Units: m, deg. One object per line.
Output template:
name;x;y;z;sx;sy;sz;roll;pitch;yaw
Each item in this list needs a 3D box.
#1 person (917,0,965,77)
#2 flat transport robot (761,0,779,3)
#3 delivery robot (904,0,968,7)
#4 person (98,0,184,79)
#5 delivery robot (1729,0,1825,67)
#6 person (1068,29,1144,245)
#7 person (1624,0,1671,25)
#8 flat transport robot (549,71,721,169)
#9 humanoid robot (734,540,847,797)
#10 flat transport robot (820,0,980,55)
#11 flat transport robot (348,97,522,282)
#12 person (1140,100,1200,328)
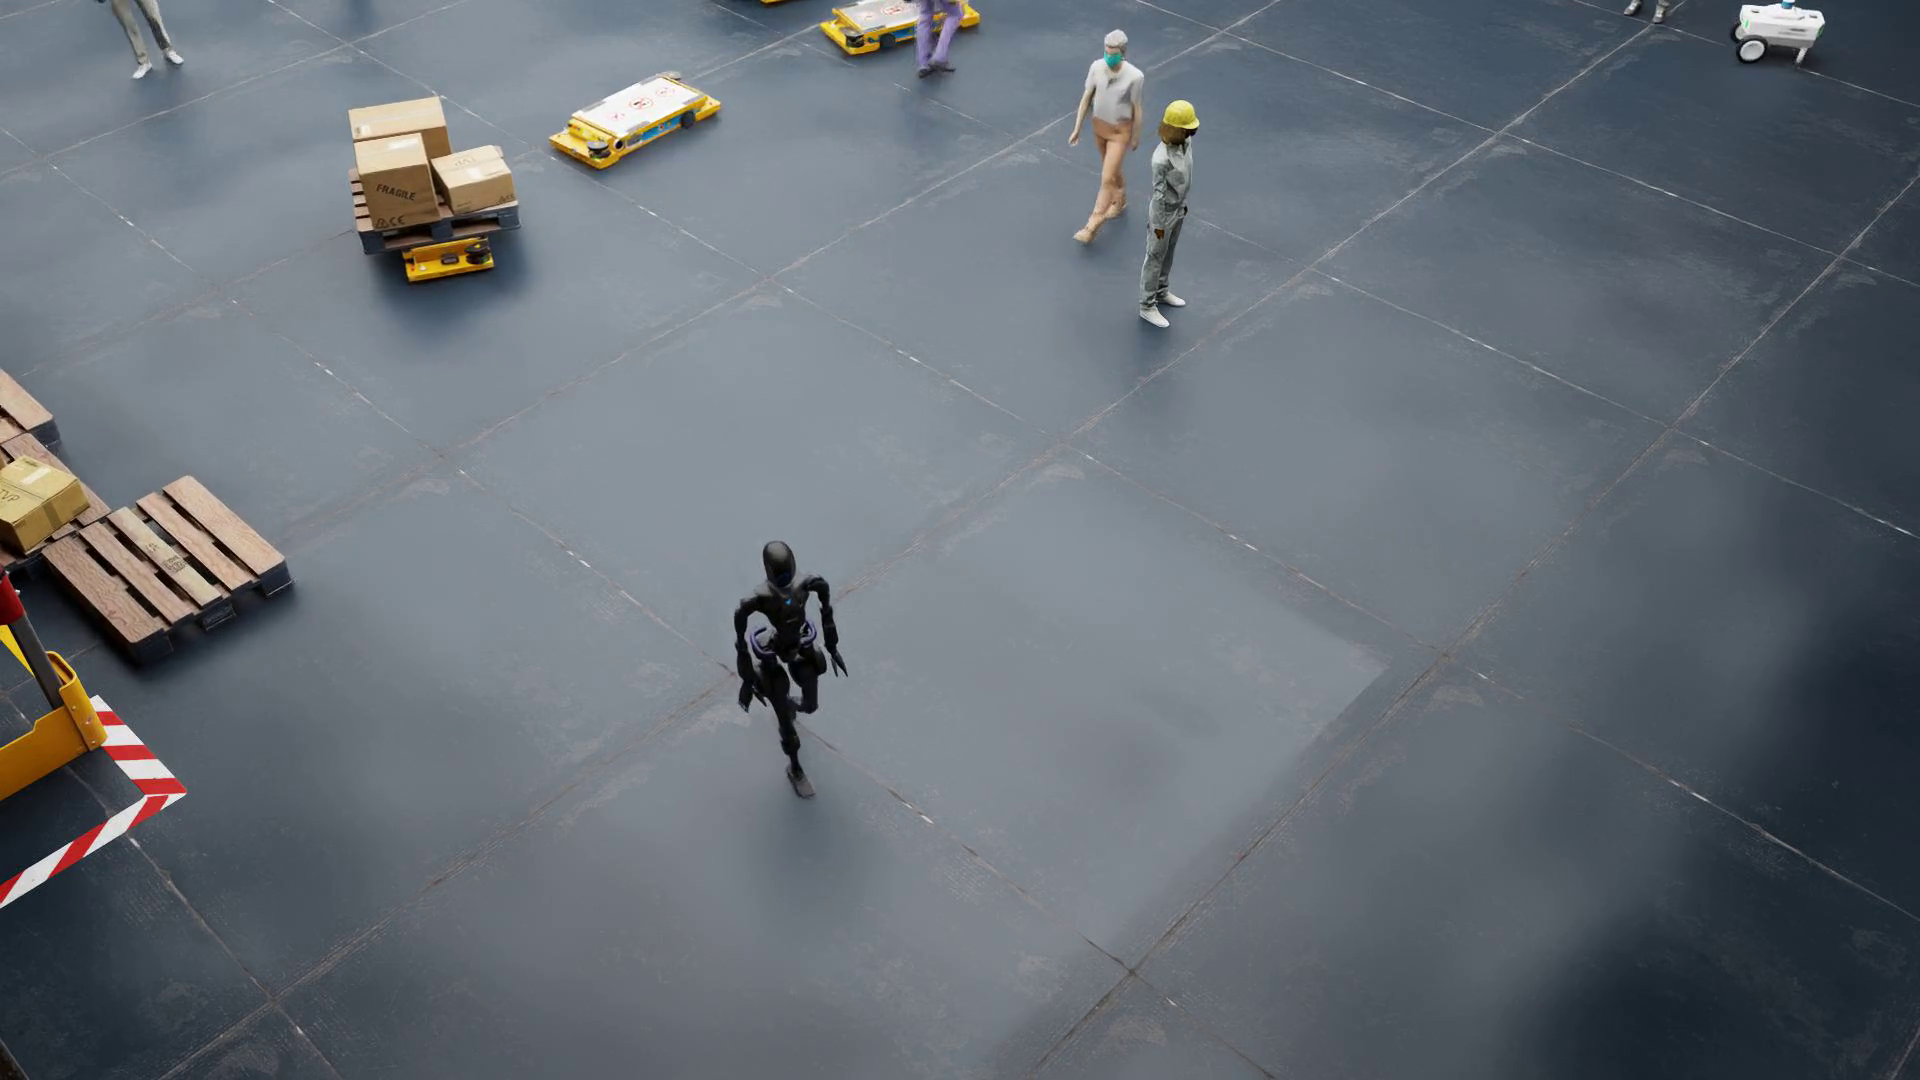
person;-0.222;-5.047;14.971;0.577;1.823;0.473;31;50;30
flat transport robot;-2.020;-5.928;17.115;0.659;0.231;1.431;-21;46;-22
delivery robot;-0.216;-5.381;16.305;0.525;0.611;0.782;13;44;14
person;-7.567;-5.022;15.104;0.578;1.615;0.344;-20;46;-20
delivery robot;7.661;-4.789;15.650;0.785;0.614;0.526;8;43;9
person;1.130;-3.162;12.975;0.452;1.693;0.914;27;49;27
person;6.792;-5.898;15.916;0.564;1.832;0.410;23;47;24
flat transport robot;-2.853;-3.713;14.653;0.659;0.231;1.431;29;50;29
humanoid robot;-0.938;0.599;8.834;0.613;1.643;0.680;-20;46;-21
flat transport robot;-0.580;-5.068;16.160;1.431;0.231;0.659;-22;46;-22
flat transport robot;-4.179;-2.560;13.371;0.659;0.231;1.431;-13;44;-14
person;1.533;-2.383;12.073;0.294;1.743;0.486;21;46;21
